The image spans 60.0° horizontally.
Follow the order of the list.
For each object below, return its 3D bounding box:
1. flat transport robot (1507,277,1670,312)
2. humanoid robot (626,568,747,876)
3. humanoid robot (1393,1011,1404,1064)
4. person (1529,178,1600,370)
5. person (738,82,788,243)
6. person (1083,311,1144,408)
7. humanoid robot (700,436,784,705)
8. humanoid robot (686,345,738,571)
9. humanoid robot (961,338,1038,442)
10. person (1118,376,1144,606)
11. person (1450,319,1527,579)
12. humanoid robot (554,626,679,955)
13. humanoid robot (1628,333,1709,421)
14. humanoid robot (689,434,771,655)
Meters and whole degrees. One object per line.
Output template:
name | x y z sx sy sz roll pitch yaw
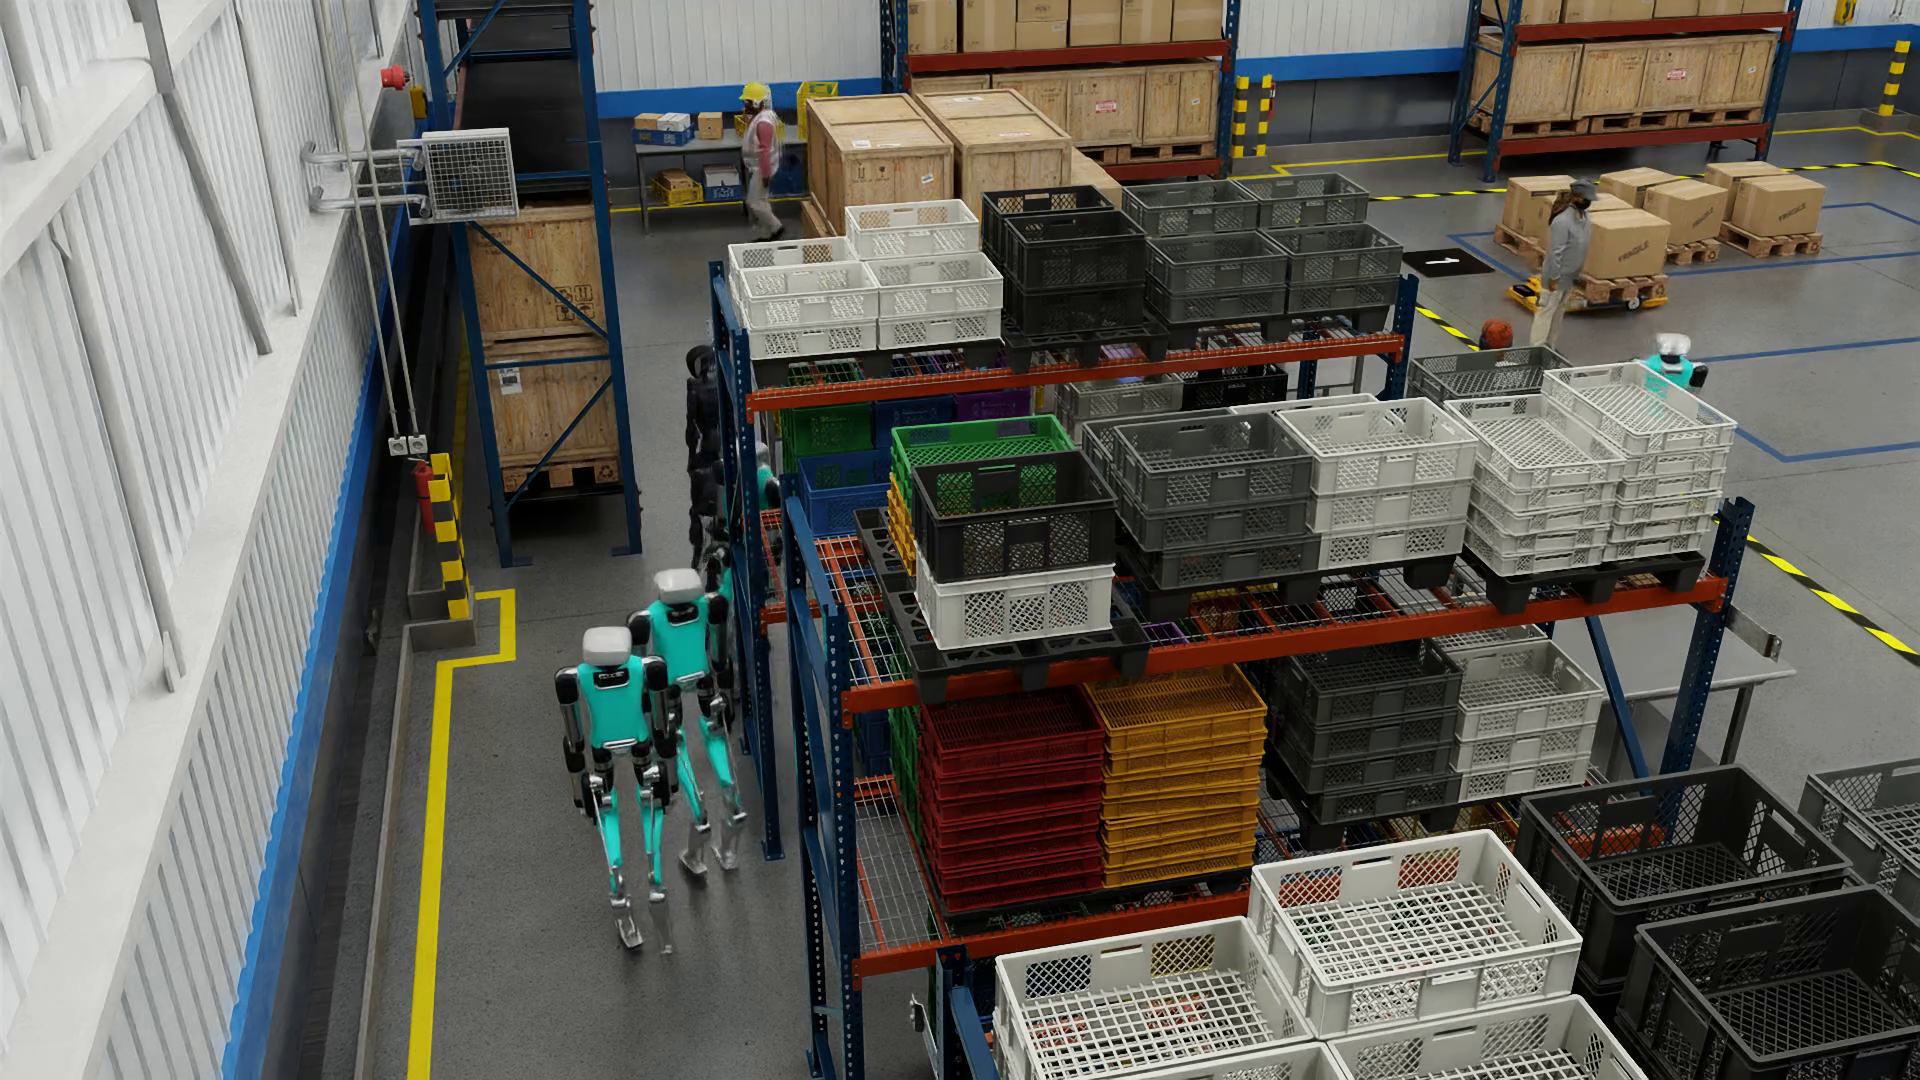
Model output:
flat transport robot | 6.349 -2.516 16.789 1.431 0.197 0.652 -6 28 -12
humanoid robot | -1.311 1.023 8.495 0.541 1.763 0.674 -16 32 -27
humanoid robot | 1.621 2.335 6.137 0.612 1.643 0.587 -3 28 -5
person | 5.439 -2.410 15.014 0.407 1.762 0.564 22 35 36
person | -2.178 -4.054 18.074 0.426 1.818 0.612 -6 28 -12
person | 1.163 -1.330 12.677 0.604 2.036 0.385 19 33 32
humanoid robot | -1.378 0.291 9.917 0.561 1.789 0.678 19 33 32
humanoid robot | -1.675 -0.588 11.657 0.447 1.647 0.593 -21 35 -35
humanoid robot | 0.302 -0.501 11.313 0.531 1.692 0.739 -4 28 -7
person | 1.036 -0.131 10.501 0.387 1.942 0.606 -18 33 -30
person | 3.602 -0.617 11.497 0.580 1.878 0.359 -10 29 -18
humanoid robot | -1.588 1.332 7.976 0.534 1.845 0.677 -7 29 -13
humanoid robot | 4.814 -0.722 11.842 0.564 1.756 0.786 2 28 5
humanoid robot | -1.442 0.098 10.392 0.599 1.637 0.631 14 31 25
